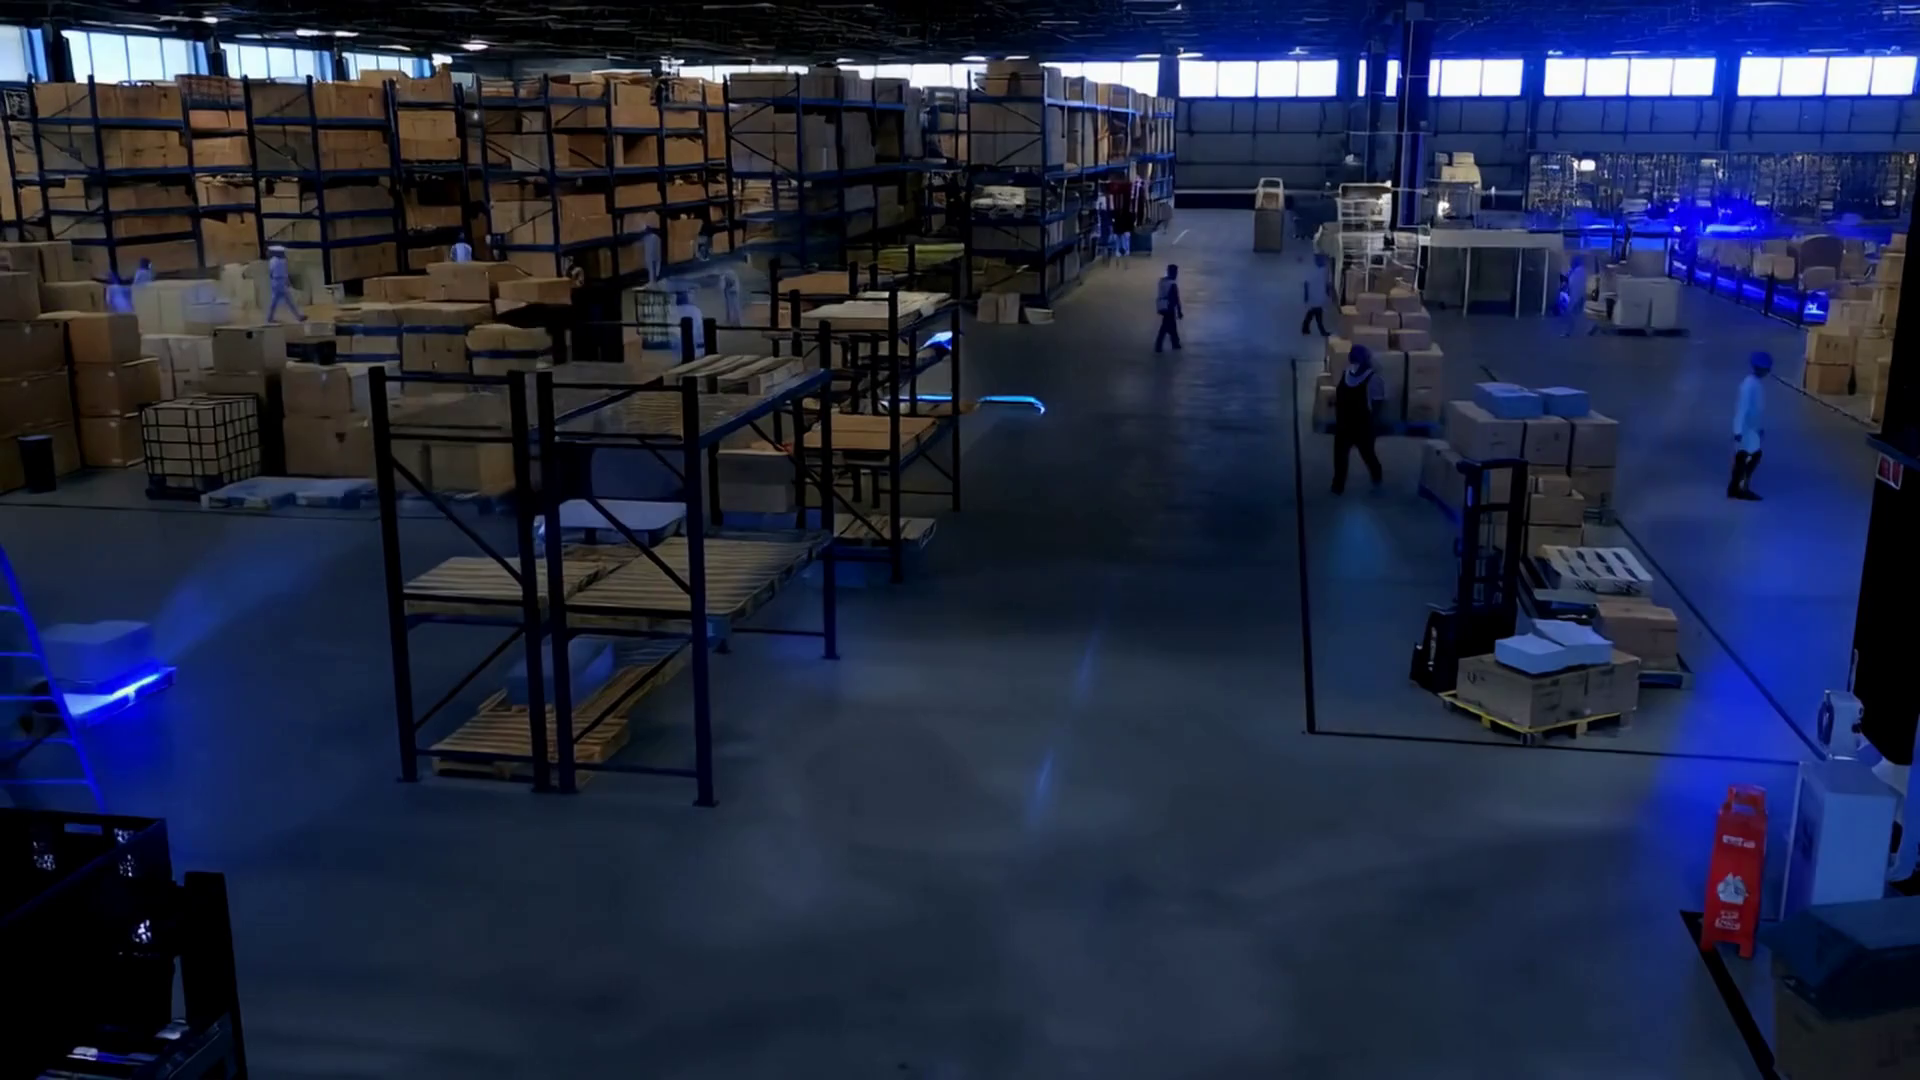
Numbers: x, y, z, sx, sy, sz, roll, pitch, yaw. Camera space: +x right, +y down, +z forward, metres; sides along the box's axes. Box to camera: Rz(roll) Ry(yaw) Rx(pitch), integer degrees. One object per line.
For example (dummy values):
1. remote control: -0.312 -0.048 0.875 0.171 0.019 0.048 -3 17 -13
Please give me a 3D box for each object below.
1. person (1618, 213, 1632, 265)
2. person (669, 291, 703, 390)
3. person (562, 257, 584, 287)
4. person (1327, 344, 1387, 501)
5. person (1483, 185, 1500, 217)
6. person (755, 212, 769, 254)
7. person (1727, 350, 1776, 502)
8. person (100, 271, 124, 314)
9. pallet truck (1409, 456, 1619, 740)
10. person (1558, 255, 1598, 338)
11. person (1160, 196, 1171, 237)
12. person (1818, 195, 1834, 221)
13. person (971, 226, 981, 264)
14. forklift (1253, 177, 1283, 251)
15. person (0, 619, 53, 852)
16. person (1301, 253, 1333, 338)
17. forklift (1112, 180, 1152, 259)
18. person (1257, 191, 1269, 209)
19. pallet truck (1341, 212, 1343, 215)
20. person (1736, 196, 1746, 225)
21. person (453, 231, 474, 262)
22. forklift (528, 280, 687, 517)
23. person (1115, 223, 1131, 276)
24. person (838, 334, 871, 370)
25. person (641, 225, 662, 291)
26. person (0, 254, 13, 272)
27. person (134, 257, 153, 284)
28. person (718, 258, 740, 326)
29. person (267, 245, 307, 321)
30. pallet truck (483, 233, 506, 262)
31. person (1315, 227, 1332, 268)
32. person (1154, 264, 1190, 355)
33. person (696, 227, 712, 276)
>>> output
1. person: 23.214 -10.509 58.067 0.403 1.818 0.599 9 17 34
2. person: -4.913 -3.580 29.977 0.614 1.801 0.919 -12 18 -40
3. person: -9.357 -6.022 40.229 0.527 1.630 0.314 0 14 -2
4. person: 5.112 -1.537 21.172 0.691 2.000 0.930 12 19 41
5. person: 29.058 -18.520 90.814 0.895 1.700 0.599 3 14 13
6. person: -7.585 -11.669 63.219 0.710 1.585 0.503 7 16 27
7. person: 10.056 -1.429 20.979 0.606 1.917 0.580 11 18 38
8. person: -18.334 -4.976 35.915 0.835 1.643 0.600 -6 15 -24
9. pallet truck: 4.504 0.400 13.395 0.823 1.965 1.885 -6 15 -23
10. person: 13.996 -5.477 37.517 0.711 1.871 0.631 11 17 37
11. person: 9.129 -14.357 73.779 0.299 1.772 0.533 -11 17 -37
12. person: 38.642 -14.510 74.278 0.403 1.828 0.596 -11 18 -38
13. person: 0.562 -10.548 58.329 0.523 1.765 0.322 12 18 40
14. forklift: 12.083 -12.747 64.956 1.129 2.768 1.873 3 14 10
15. person: -6.362 1.133 10.693 1.014 1.863 0.591 0 14 -1
16. person: 8.131 -5.562 37.774 0.613 1.907 1.041 -12 18 -40
17. forklift: 6.082 -11.722 60.796 1.873 2.768 1.129 2 14 9
18. person: 15.173 -16.779 83.255 0.734 1.944 0.504 4 14 14
19. pallet truck: 15.874 -13.227 70.310 0.680 1.201 1.601 10 17 35
20. person: 33.883 -14.011 72.231 0.563 1.839 0.393 -12 18 -39
21. person: -13.589 -7.483 45.565 0.565 1.915 0.457 -3 14 -13
22. forklift: -4.315 -1.716 20.172 1.873 2.768 1.129 3 14 10
23. person: 5.253 -9.362 53.646 0.535 1.699 0.318 13 19 43
24. person: -1.894 -3.482 29.601 1.073 1.800 0.538 5 15 21
25. person: -9.000 -8.262 48.758 0.625 1.909 0.759 1 14 2
26. person: -20.854 -5.270 36.450 0.439 1.974 0.650 1 14 4
27. person: -17.867 -5.291 36.717 1.007 1.883 0.650 -2 14 -8
28. person: -5.536 -5.936 39.884 0.534 1.619 0.460 -9 16 -32
29. person: -16.649 -6.308 40.883 1.039 1.869 0.555 -1 14 -3
30. pallet truck: -11.832 -7.026 43.548 1.885 1.965 0.823 8 16 28
31. person: 11.755 -9.336 53.759 0.510 1.589 0.829 5 15 18
32. person: 4.492 -4.830 34.866 0.956 1.871 0.626 -5 15 -19
33. person: -8.047 -9.010 52.321 0.536 1.645 0.883 2 14 10
